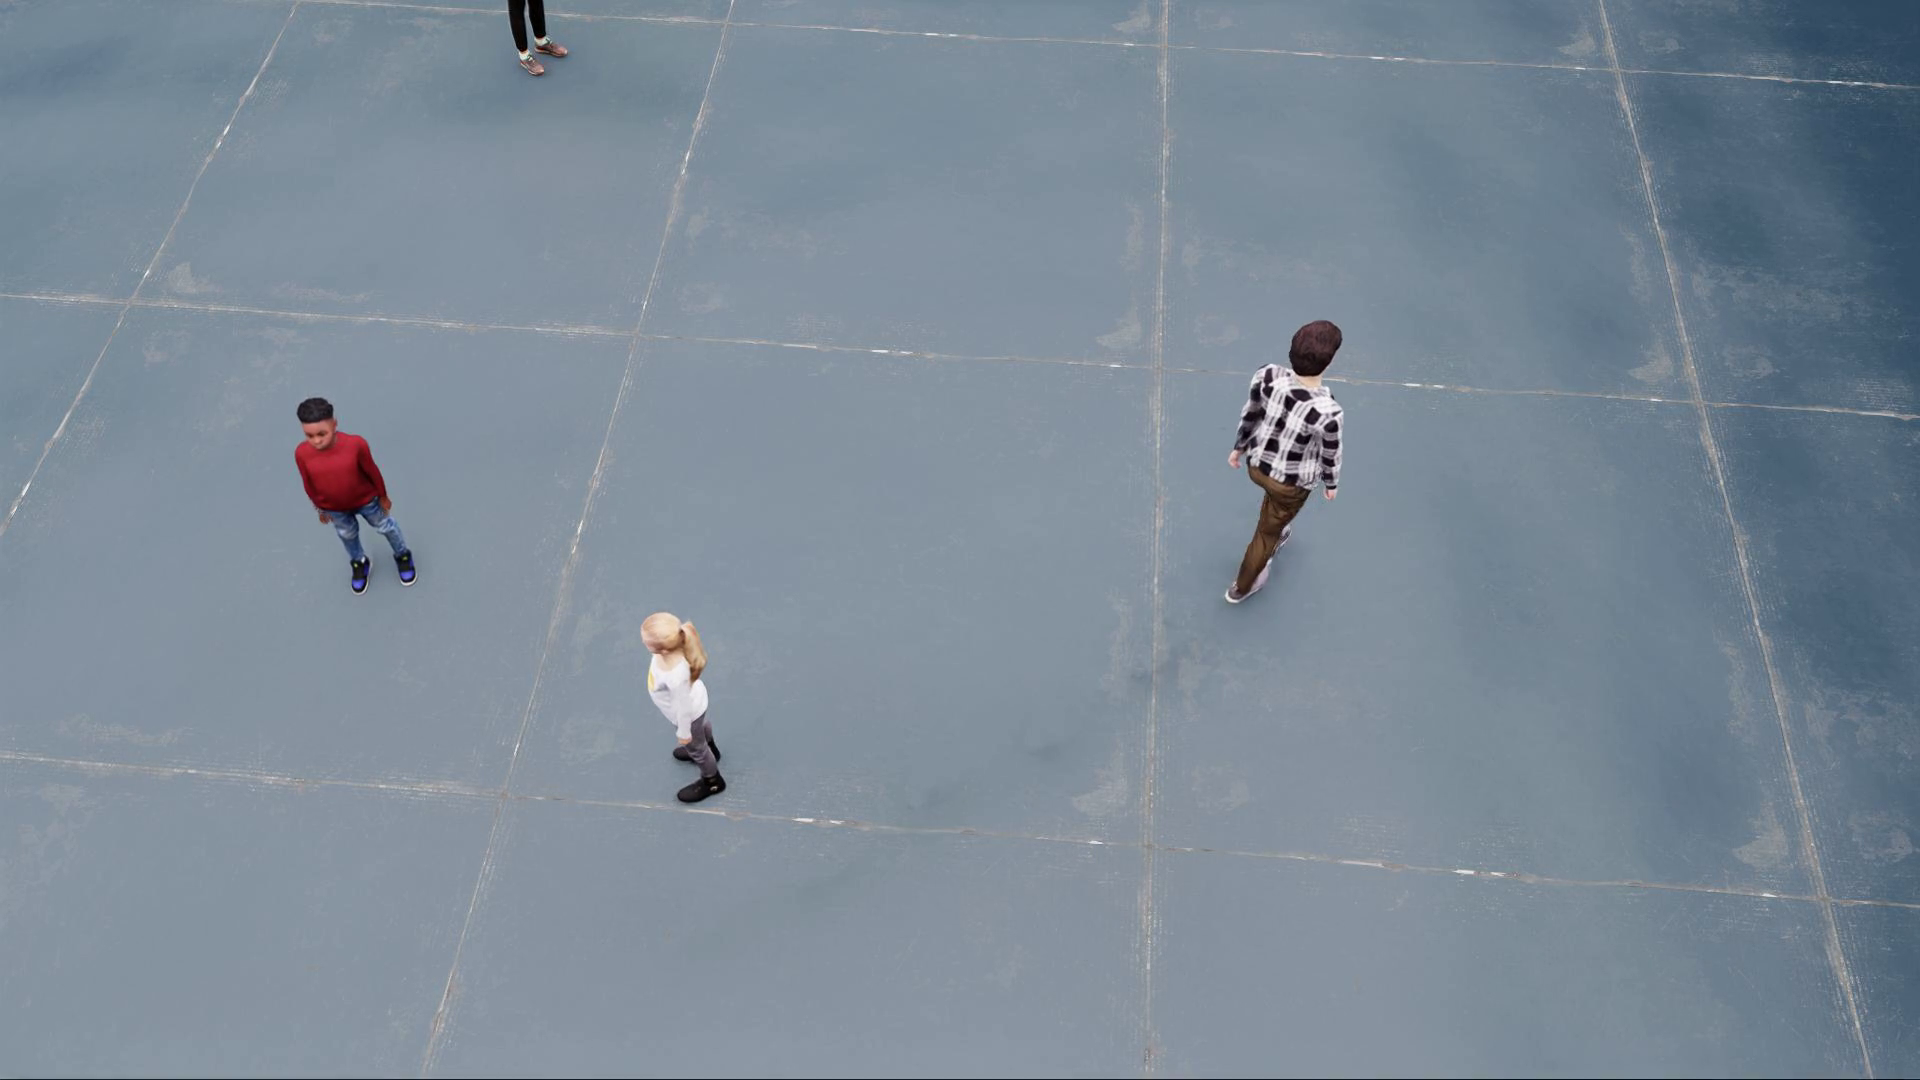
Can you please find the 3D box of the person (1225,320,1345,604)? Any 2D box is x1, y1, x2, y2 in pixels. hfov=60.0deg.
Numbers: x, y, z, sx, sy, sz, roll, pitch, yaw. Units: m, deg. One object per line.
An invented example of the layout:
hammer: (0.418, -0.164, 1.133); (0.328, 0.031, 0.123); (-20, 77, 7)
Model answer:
person: (1.446, -0.283, 7.720); (0.945, 1.791, 0.893); (-38, 61, -26)

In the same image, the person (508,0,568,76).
person: (-2.795, -3.679, 10.545); (0.638, 1.483, 0.642); (26, 57, 19)

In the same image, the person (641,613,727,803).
person: (-1.197, 0.714, 7.274); (0.549, 1.275, 0.542); (-8, 53, -6)

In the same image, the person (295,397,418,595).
person: (-2.947, -0.234, 8.023); (0.493, 1.253, 0.615); (-8, 53, -6)
